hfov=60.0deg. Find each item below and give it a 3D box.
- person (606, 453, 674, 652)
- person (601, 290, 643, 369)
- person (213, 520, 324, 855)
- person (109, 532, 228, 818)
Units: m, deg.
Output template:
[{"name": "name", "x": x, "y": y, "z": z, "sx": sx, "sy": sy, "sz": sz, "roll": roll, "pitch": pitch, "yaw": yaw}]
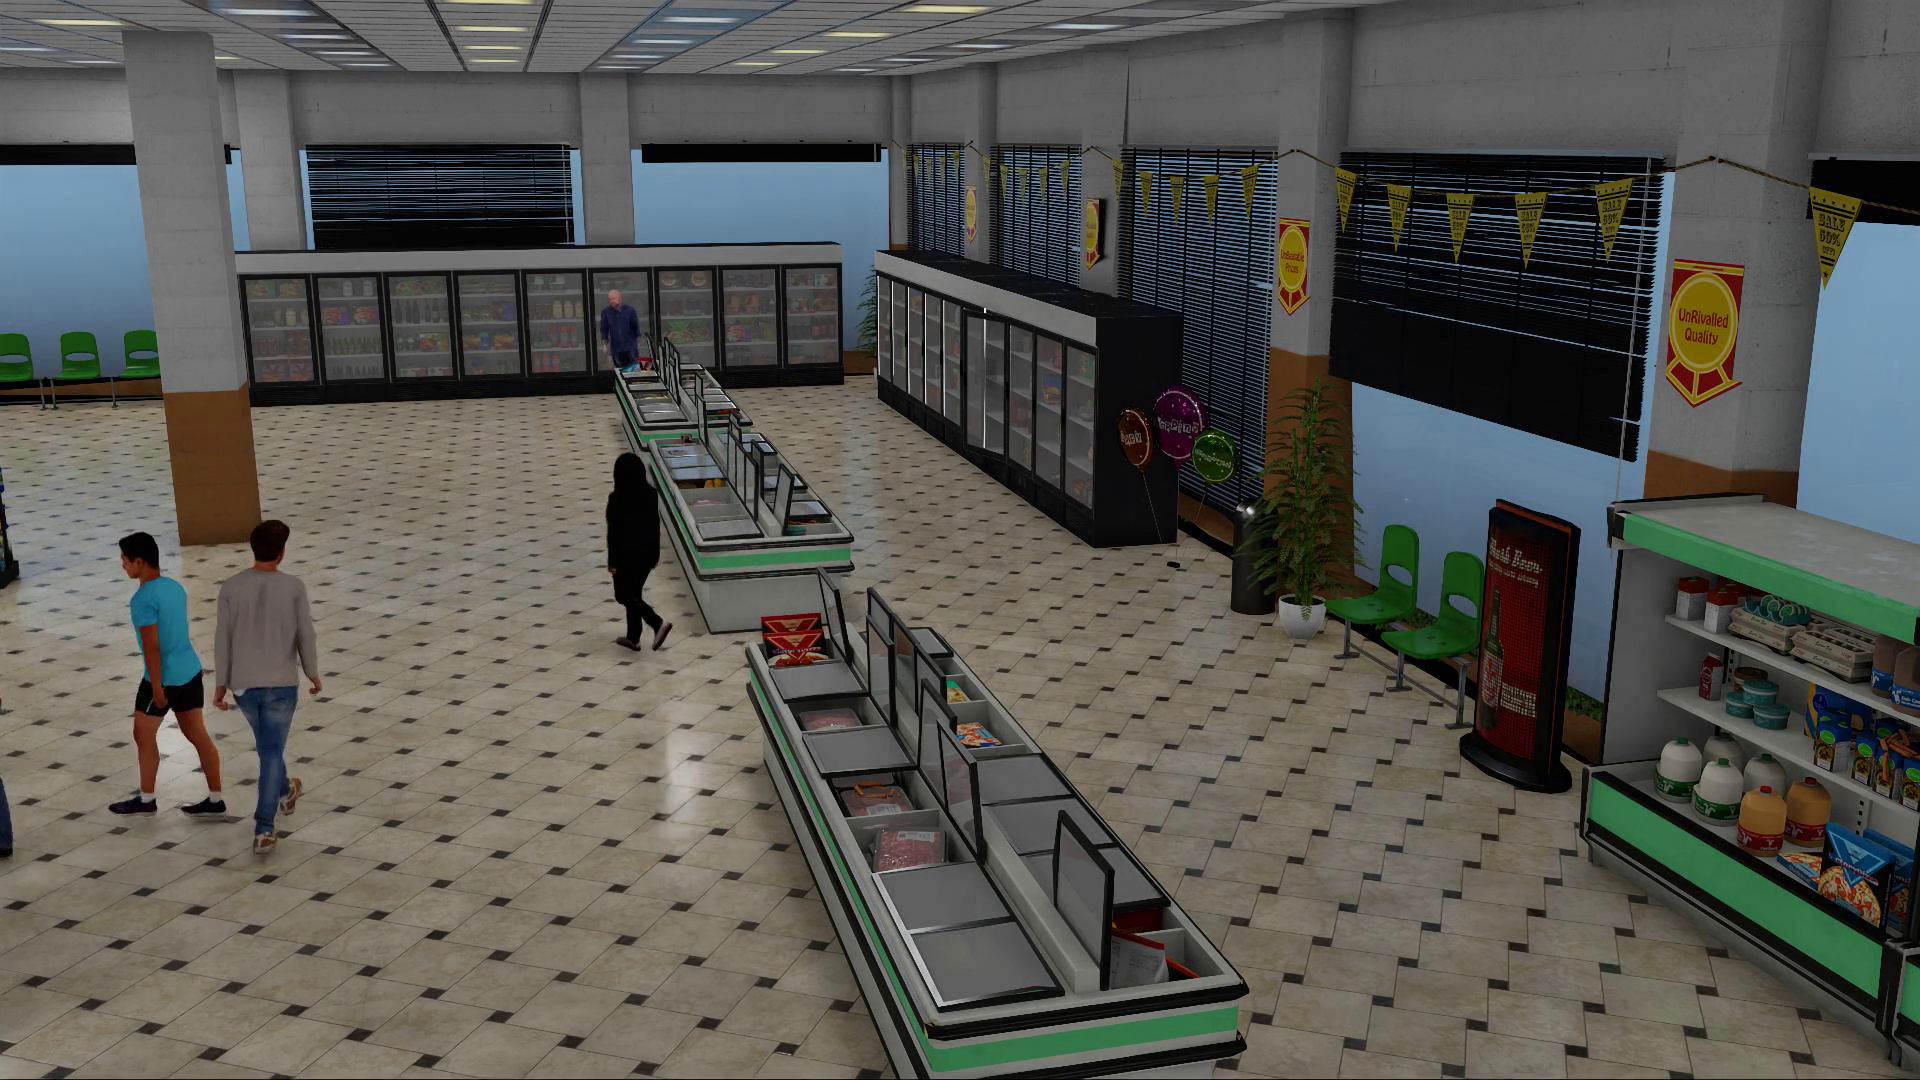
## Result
[{"name": "person", "x": -2.492, "y": 0.137, "z": 13.043, "sx": 1.028, "sy": 1.594, "sz": 0.957, "roll": 8, "pitch": 16, "yaw": 31}, {"name": "person", "x": -5.003, "y": -2.847, "z": 24.938, "sx": 0.830, "sy": 1.786, "sz": 0.833, "roll": -2, "pitch": 14, "yaw": -10}, {"name": "person", "x": -3.989, "y": 0.877, "z": 9.478, "sx": 0.780, "sy": 1.835, "sz": 1.161, "roll": -3, "pitch": 14, "yaw": -11}, {"name": "person", "x": -4.582, "y": 0.832, "z": 9.867, "sx": 0.875, "sy": 1.741, "sz": 0.946, "roll": 0, "pitch": 14, "yaw": 0}]
